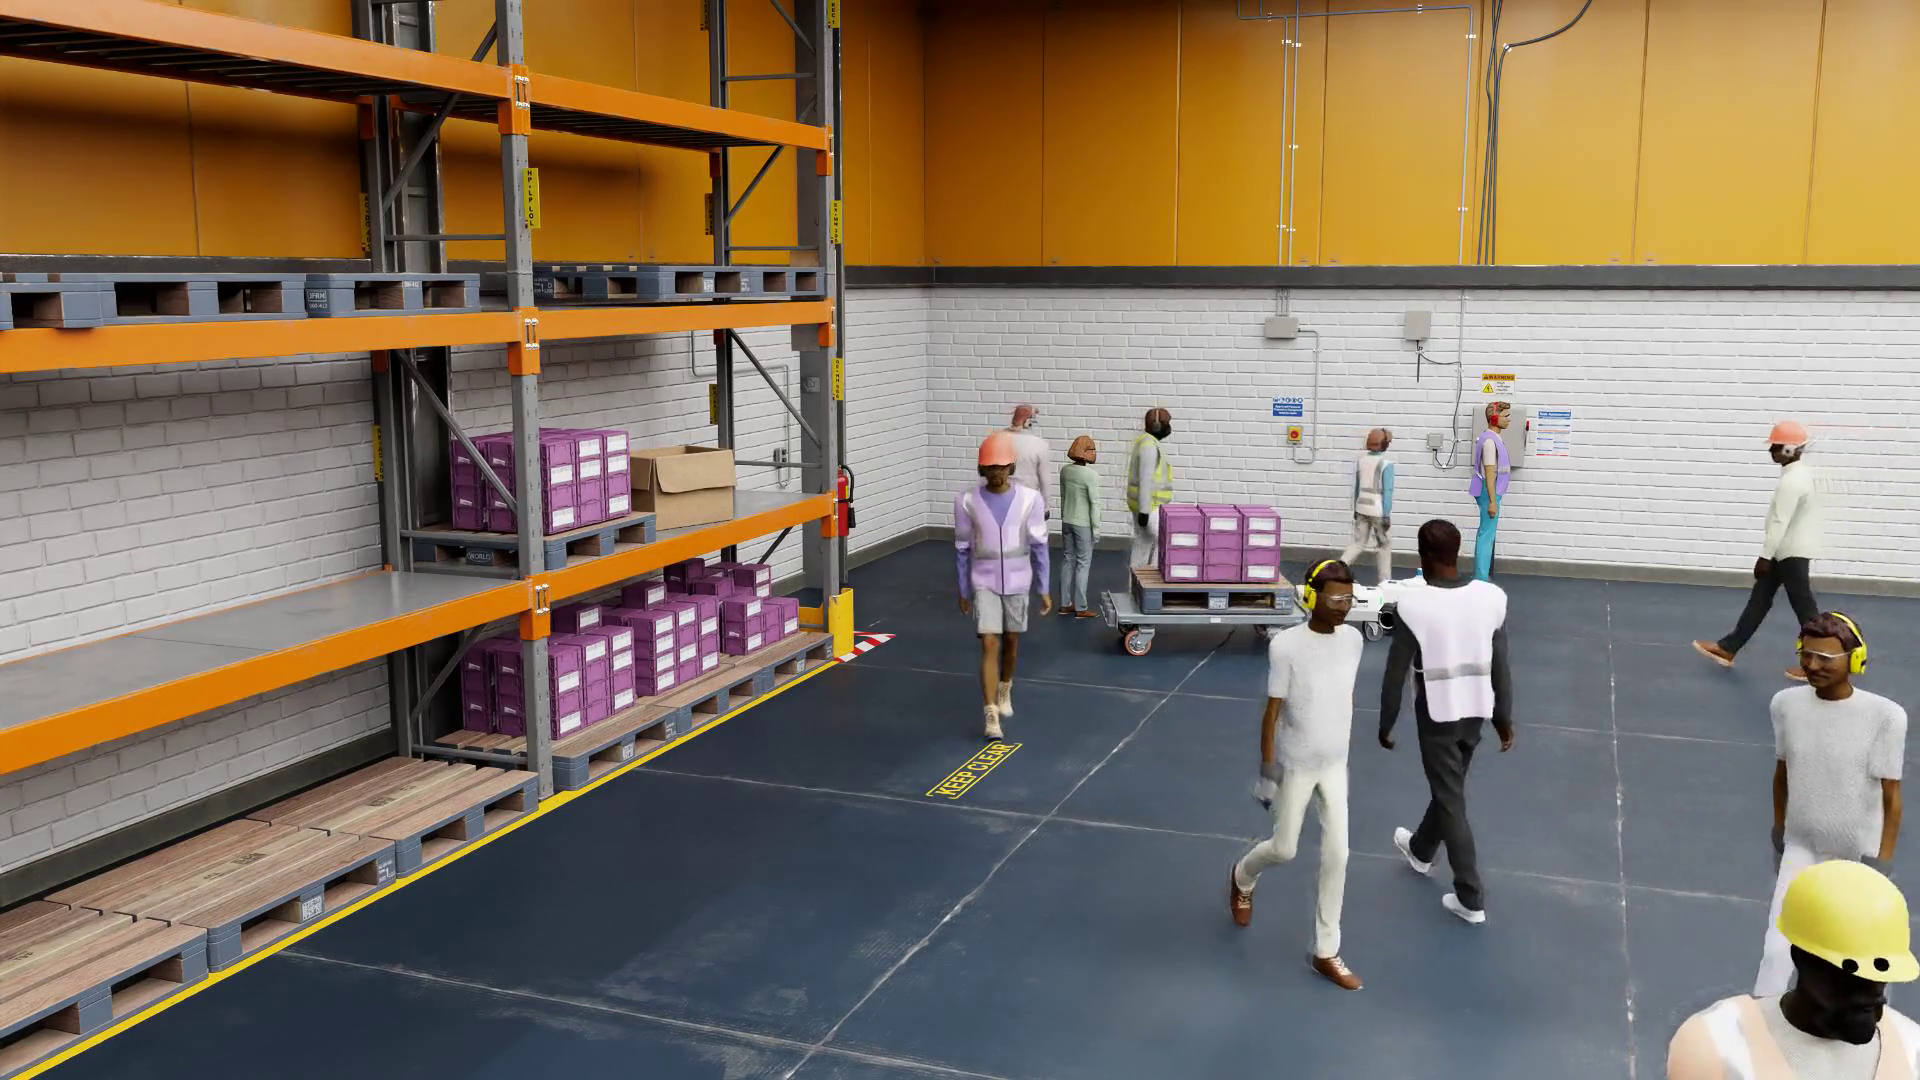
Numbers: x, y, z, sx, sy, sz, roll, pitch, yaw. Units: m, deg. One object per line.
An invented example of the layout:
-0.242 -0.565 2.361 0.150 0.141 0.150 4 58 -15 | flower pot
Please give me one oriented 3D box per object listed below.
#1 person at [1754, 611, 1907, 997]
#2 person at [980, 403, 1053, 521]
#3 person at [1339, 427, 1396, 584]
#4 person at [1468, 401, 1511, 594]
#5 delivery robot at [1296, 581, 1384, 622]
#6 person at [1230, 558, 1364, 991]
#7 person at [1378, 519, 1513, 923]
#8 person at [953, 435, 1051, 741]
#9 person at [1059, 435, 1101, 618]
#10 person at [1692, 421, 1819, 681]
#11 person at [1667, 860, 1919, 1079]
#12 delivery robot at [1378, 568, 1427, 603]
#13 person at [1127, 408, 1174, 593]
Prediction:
3.254 1.153 6.194 0.989 1.823 0.533 -8 12 -41 | person
0.528 -0.328 15.348 0.691 1.869 0.422 4 10 25 | person
3.846 -0.257 15.678 0.739 1.613 0.530 -4 10 -26 | person
5.049 -0.403 15.854 0.389 1.846 0.566 3 9 17 | person
3.173 0.506 13.898 0.707 0.478 0.477 1 9 7 | delivery robot
1.500 0.965 7.320 0.512 1.839 0.832 -4 10 -24 | person
2.291 0.824 8.067 0.607 1.868 0.975 -3 10 -18 | person
0.272 0.286 11.093 0.625 1.991 1.045 0 9 -3 | person
1.064 -0.119 14.772 0.280 1.624 0.494 -7 11 -38 | person
6.118 0.078 12.516 1.005 1.939 0.649 5 10 29 | person
1.729 1.553 3.501 0.591 1.881 0.998 0 9 0 | person
3.913 0.481 14.051 0.707 0.478 0.477 5 10 27 | delivery robot
1.798 -0.298 15.256 0.562 1.823 0.656 1 9 4 | person
